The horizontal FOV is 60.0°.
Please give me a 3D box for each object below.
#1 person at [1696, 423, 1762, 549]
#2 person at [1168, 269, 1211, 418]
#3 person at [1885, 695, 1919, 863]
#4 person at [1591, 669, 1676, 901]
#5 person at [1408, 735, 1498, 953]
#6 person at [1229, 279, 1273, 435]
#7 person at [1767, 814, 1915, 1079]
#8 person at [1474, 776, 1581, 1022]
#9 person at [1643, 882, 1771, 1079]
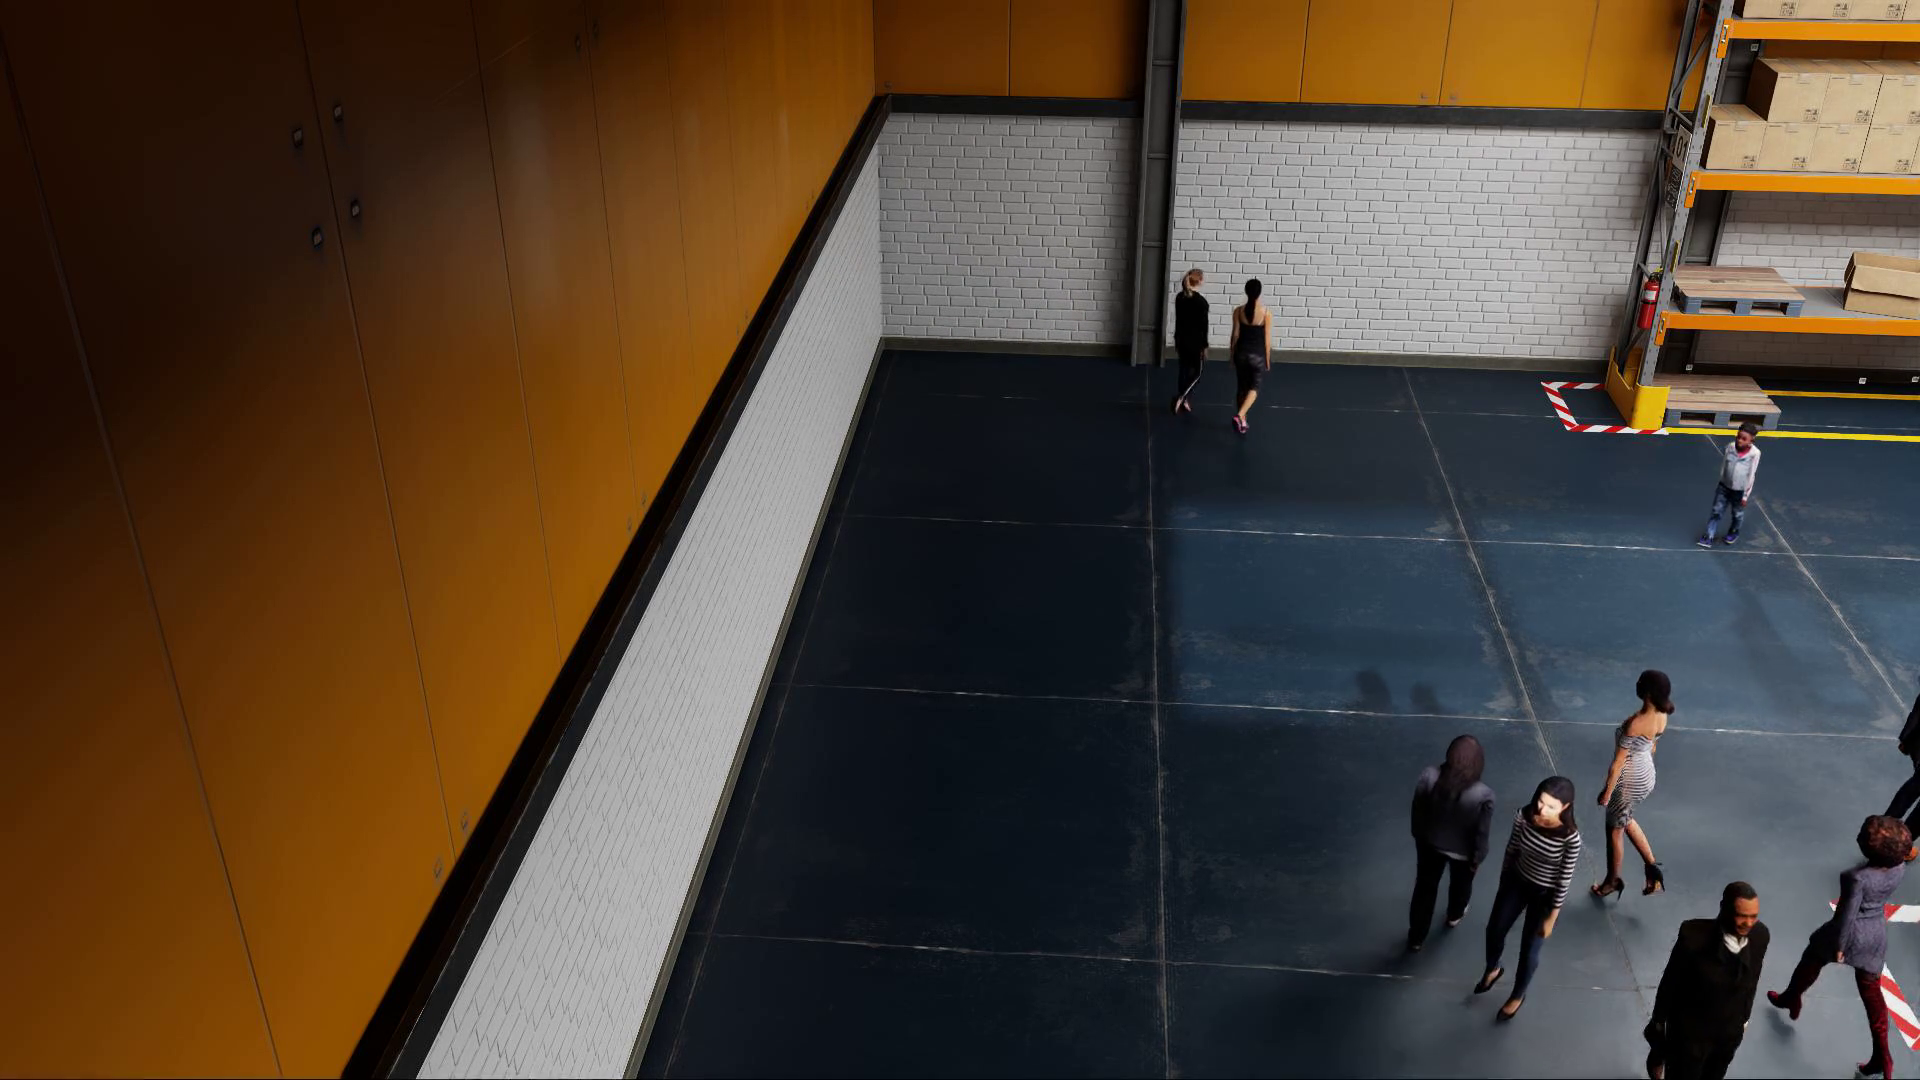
[{"bbox_3d":[7.258,-0.510,15.494,0.883,1.228,0.849,-25,37,-38],"label":"person"},{"bbox_3d":[2.444,-2.068,17.861,0.906,1.697,0.944,25,37,38],"label":"person"},{"bbox_3d":[6.572,1.492,11.232,0.875,1.795,0.851,-15,32,-25],"label":"person"},{"bbox_3d":[4.477,1.671,10.888,0.806,1.809,0.874,-25,37,-37],"label":"person"},{"bbox_3d":[3.099,1.949,10.622,0.974,1.576,0.973,15,32,26],"label":"person"},{"bbox_3d":[3.026,-1.869,17.477,0.851,1.714,0.803,11,31,20],"label":"person"},{"bbox_3d":[5.311,2.388,9.719,1.108,1.671,0.892,-7,29,-13],"label":"person"},{"bbox_3d":[3.505,2.150,10.034,0.759,1.787,0.685,-22,36,-35],"label":"person"},{"bbox_3d":[4.047,2.577,9.146,1.069,1.887,0.855,-1,29,-2],"label":"person"}]
